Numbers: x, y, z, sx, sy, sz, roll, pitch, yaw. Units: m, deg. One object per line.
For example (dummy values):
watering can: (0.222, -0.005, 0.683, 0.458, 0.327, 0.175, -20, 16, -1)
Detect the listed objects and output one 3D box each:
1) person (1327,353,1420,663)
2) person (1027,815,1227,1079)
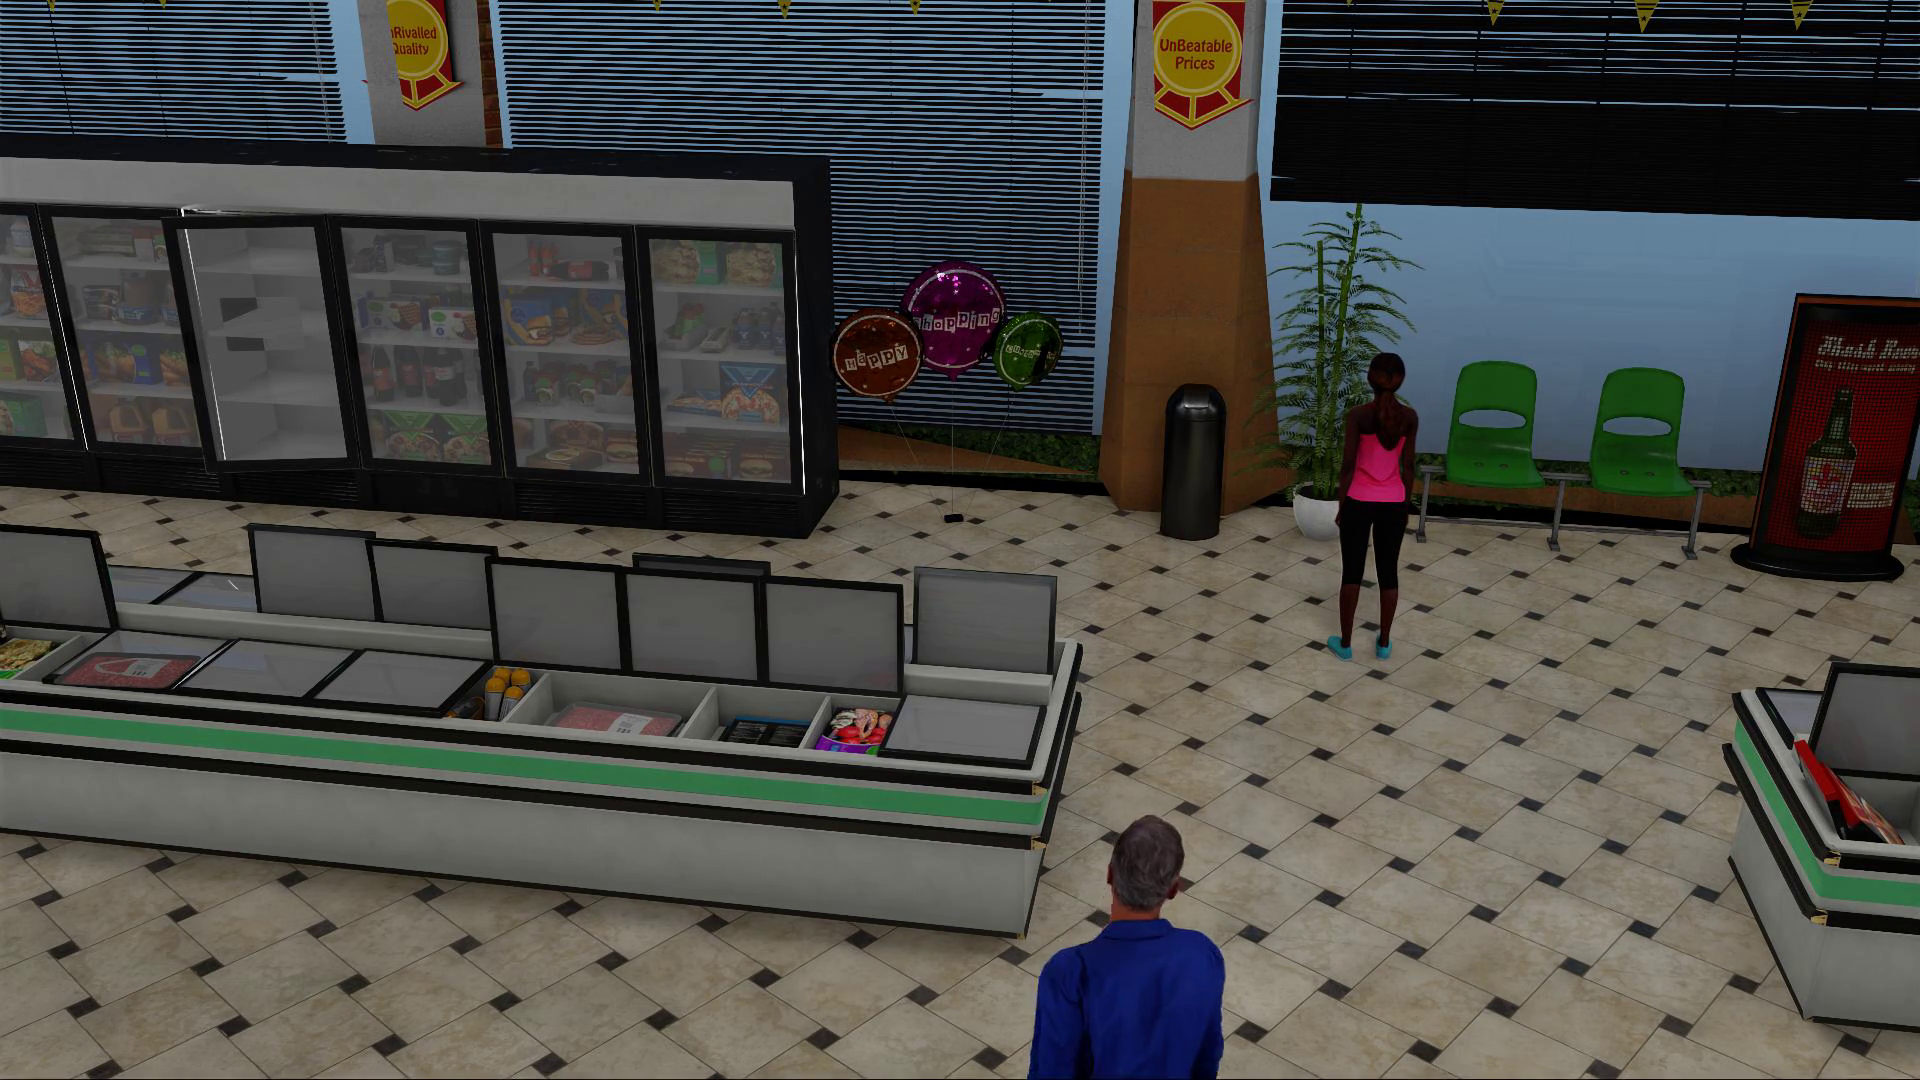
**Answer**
person: (2.205, -0.169, 8.854, 0.534, 1.723, 0.644, 0, 22, 1)
person: (0.415, 1.645, 4.260, 0.910, 1.782, 0.978, -9, 24, -21)
